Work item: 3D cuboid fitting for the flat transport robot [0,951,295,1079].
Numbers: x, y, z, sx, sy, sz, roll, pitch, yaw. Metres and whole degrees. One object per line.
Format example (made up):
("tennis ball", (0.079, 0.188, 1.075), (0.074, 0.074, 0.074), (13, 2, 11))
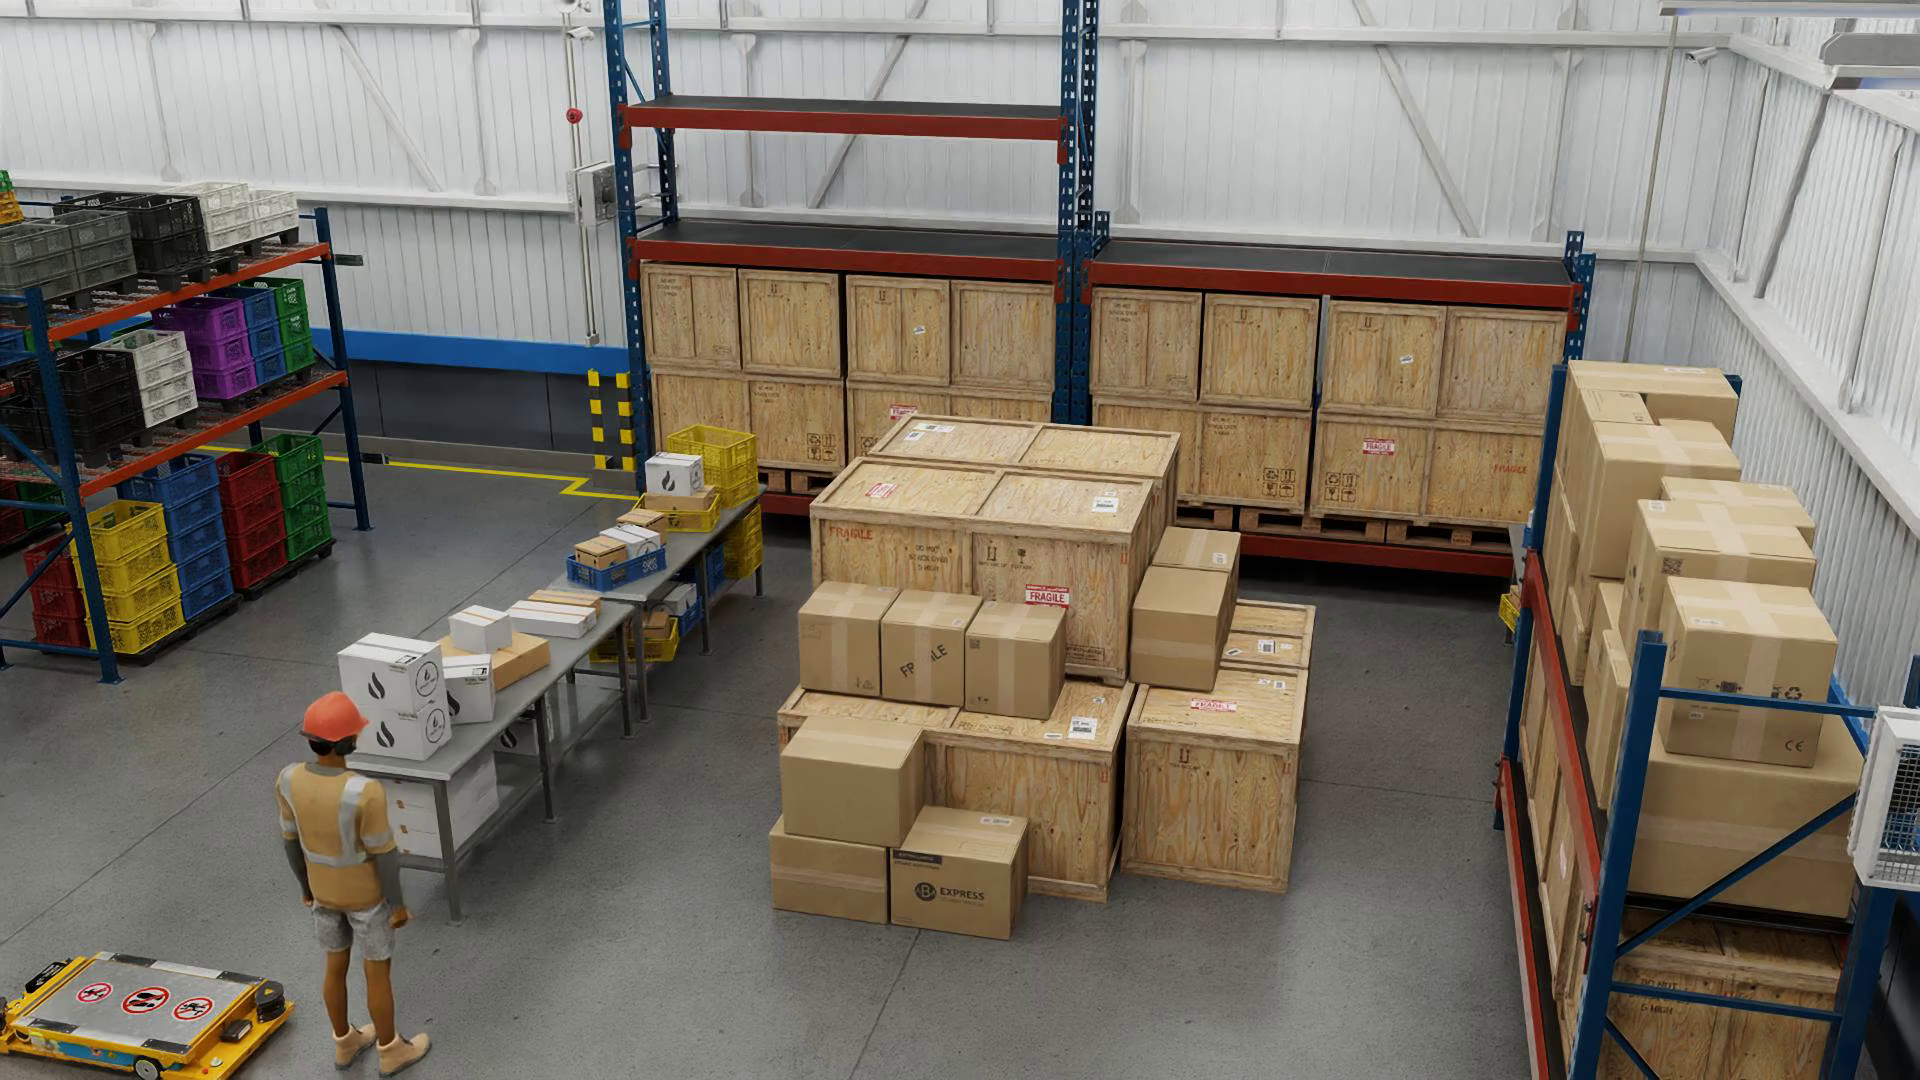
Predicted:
("flat transport robot", (-4.270, 2.464, 8.601), (1.431, 0.231, 0.659), (5, 22, 13))

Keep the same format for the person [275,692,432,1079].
("person", (-2.974, 1.687, 8.150), (0.609, 2.042, 0.393), (7, 22, 19))
